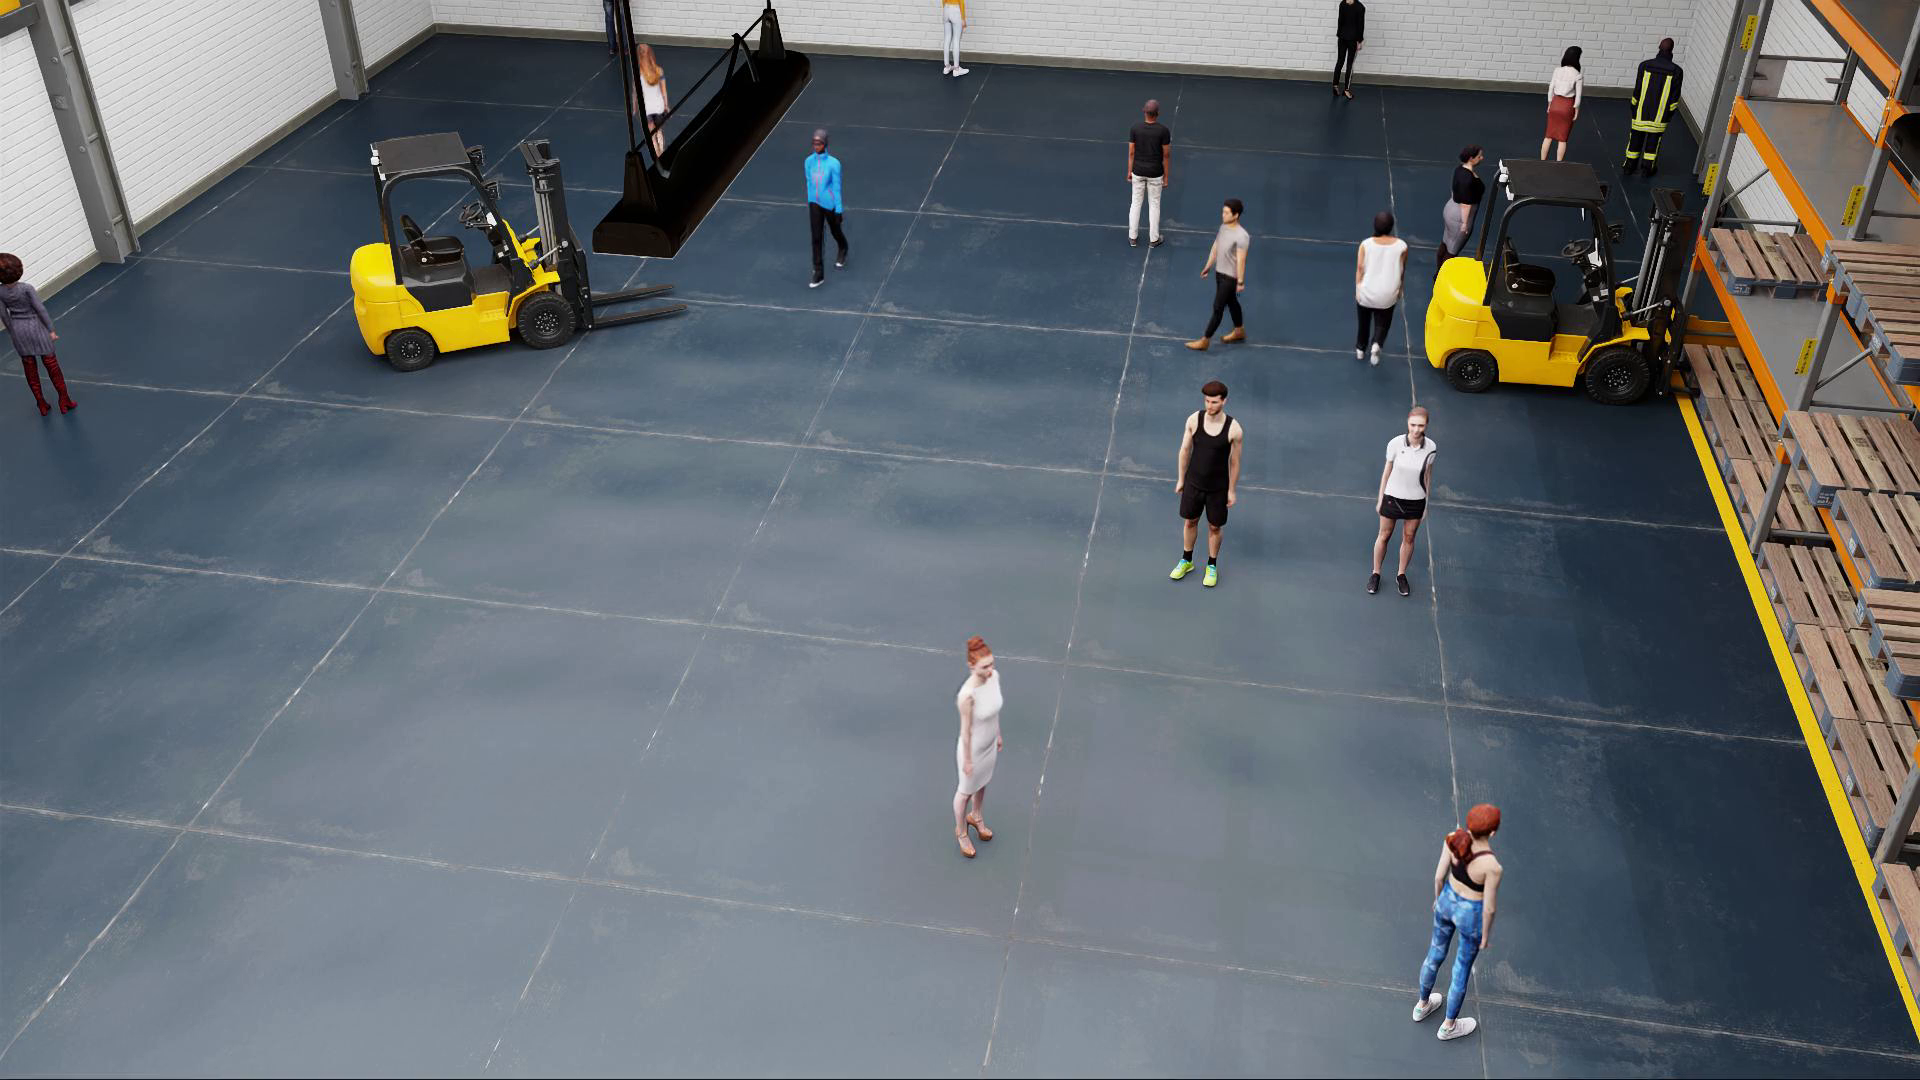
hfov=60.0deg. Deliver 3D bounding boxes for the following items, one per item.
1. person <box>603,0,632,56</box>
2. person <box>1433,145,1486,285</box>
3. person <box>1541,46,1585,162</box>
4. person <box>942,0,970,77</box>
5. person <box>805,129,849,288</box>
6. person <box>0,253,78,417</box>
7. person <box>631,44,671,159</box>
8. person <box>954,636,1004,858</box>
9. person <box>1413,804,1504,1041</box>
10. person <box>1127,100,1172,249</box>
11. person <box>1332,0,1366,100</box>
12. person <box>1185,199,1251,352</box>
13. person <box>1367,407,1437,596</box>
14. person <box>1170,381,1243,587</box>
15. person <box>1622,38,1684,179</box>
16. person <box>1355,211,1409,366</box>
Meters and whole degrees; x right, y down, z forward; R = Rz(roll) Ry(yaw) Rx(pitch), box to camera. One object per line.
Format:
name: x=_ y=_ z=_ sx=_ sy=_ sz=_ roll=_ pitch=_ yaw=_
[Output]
person: x=-5.492 y=-8.637 z=26.298 sx=0.680 sy=1.853 sz=0.576 roll=9 pitch=35 yaw=13
person: x=5.649 y=-3.644 z=18.873 sx=0.747 sy=1.758 sz=0.576 roll=2 pitch=34 yaw=4
person: x=7.908 y=-5.614 z=21.843 sx=0.671 sy=1.751 sz=0.687 roll=28 pitch=43 yaw=35
person: x=-0.108 y=-8.009 z=25.447 sx=0.688 sy=1.750 sz=0.717 roll=29 pitch=43 yaw=36
person: x=-1.517 y=-3.881 z=19.226 sx=0.734 sy=1.762 sz=1.202 roll=10 pitch=35 yaw=14
person: x=-9.227 y=-2.041 z=16.504 sx=0.644 sy=1.711 sz=0.609 roll=-4 pitch=34 yaw=-5
person: x=-4.035 y=-5.638 z=21.910 sx=0.785 sy=1.716 sz=0.839 roll=-16 pitch=37 yaw=-22
person: x=0.119 y=1.397 z=11.257 sx=0.707 sy=1.793 sz=0.577 roll=22 pitch=40 yaw=30
person: x=3.002 y=2.266 z=9.958 sx=0.731 sy=1.785 sz=0.671 roll=-22 pitch=39 yaw=-29
person: x=2.252 y=-4.396 z=19.962 sx=0.682 sy=1.805 sz=0.610 roll=9 pitch=35 yaw=13
person: x=5.726 y=-7.364 z=24.515 sx=0.697 sy=1.707 sz=0.725 roll=29 pitch=43 yaw=36
person: x=2.941 y=-2.842 z=17.733 sx=0.968 sy=1.683 sz=1.057 roll=-8 pitch=35 yaw=-13
person: x=3.708 y=-0.332 z=13.896 sx=0.577 sy=1.752 sz=0.558 roll=4 pitch=34 yaw=6
person: x=2.085 y=-0.493 z=14.011 sx=0.728 sy=1.892 sz=0.657 roll=13 pitch=36 yaw=18
person: x=9.140 y=-5.719 z=21.938 sx=0.836 sy=1.821 sz=0.805 roll=18 pitch=38 yaw=25
person: x=4.361 y=-2.602 z=17.385 sx=0.700 sy=1.670 sz=0.835 roll=9 pitch=35 yaw=13
